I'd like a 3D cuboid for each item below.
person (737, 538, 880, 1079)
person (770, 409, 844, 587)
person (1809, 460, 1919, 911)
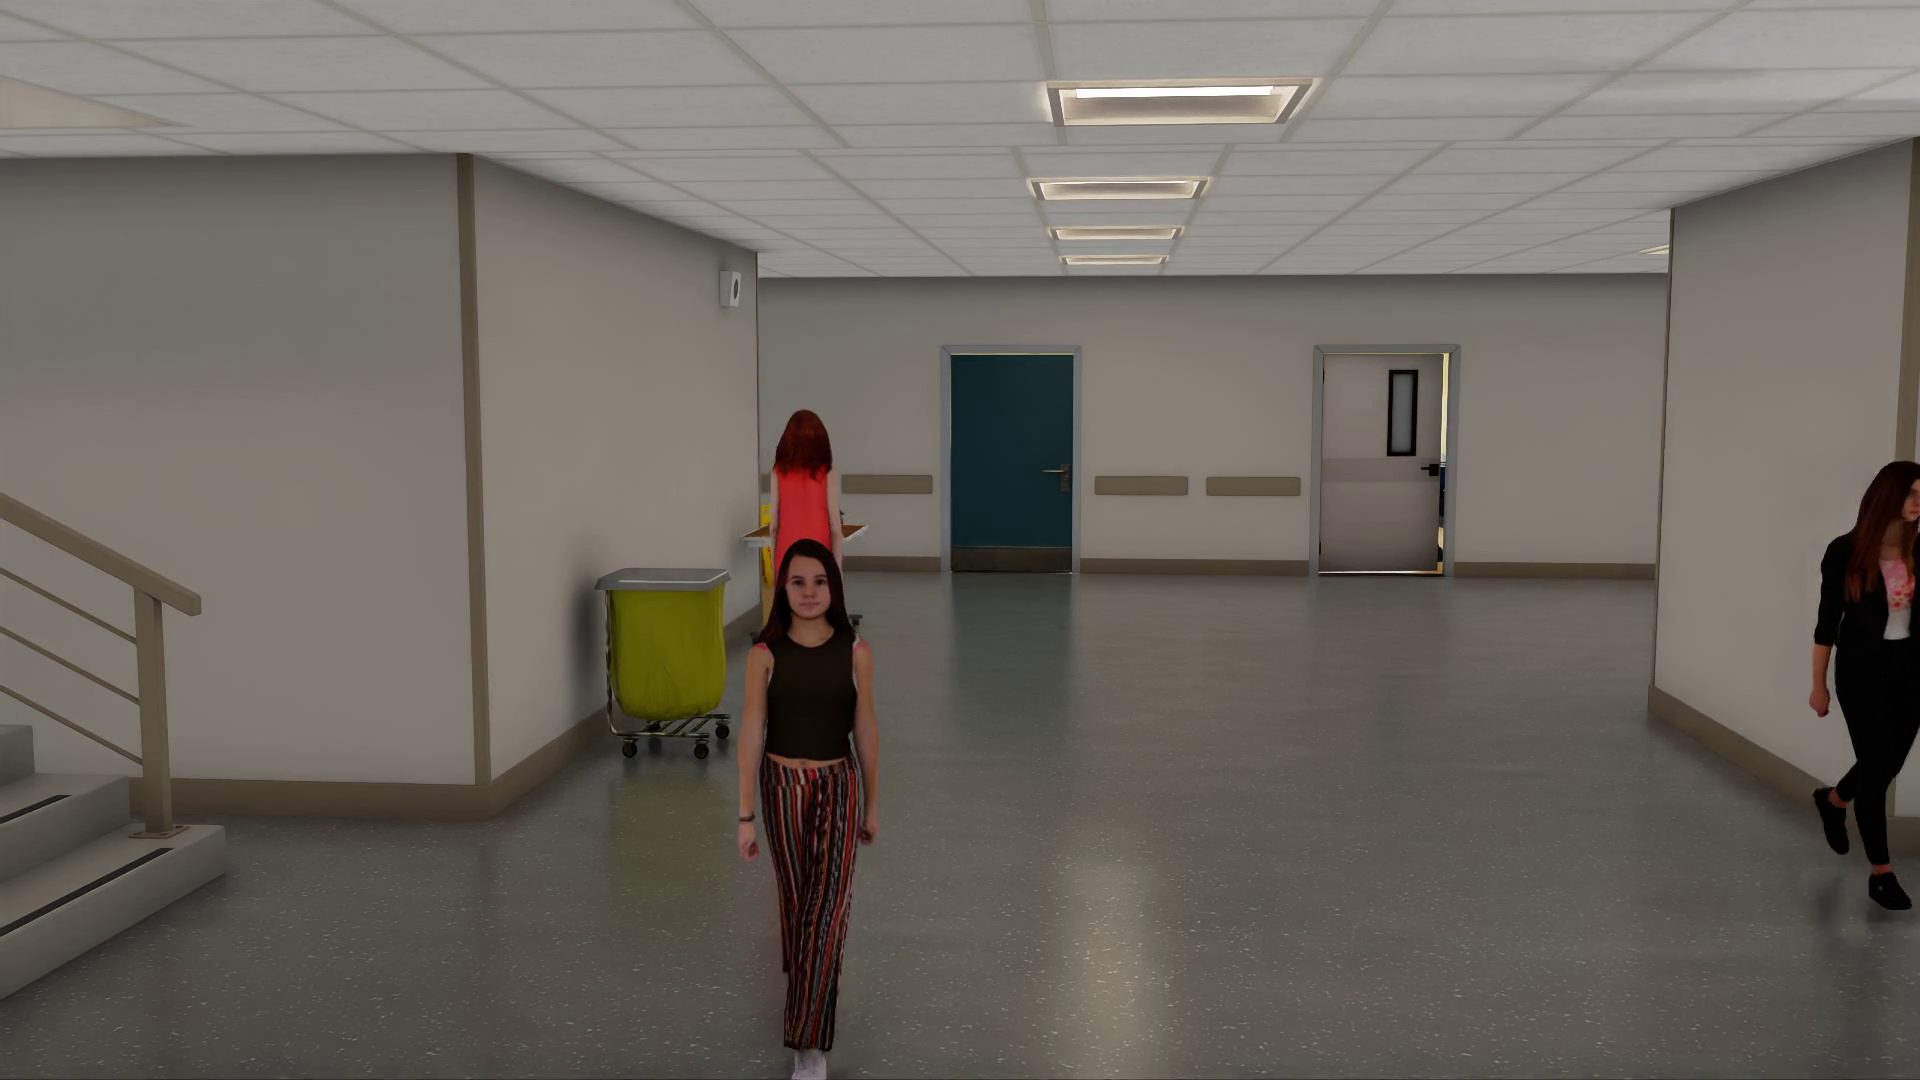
[{"bbox_3d":[-0.449,0.775,4.957,1.062,1.521,0.695,0,6,-1],"label":"person"},{"bbox_3d":[-0.888,0.186,9.331,0.601,1.816,0.660,1,6,8],"label":"person"},{"bbox_3d":[3.543,0.541,6.498,0.999,1.678,0.676,0,6,3],"label":"person"}]
